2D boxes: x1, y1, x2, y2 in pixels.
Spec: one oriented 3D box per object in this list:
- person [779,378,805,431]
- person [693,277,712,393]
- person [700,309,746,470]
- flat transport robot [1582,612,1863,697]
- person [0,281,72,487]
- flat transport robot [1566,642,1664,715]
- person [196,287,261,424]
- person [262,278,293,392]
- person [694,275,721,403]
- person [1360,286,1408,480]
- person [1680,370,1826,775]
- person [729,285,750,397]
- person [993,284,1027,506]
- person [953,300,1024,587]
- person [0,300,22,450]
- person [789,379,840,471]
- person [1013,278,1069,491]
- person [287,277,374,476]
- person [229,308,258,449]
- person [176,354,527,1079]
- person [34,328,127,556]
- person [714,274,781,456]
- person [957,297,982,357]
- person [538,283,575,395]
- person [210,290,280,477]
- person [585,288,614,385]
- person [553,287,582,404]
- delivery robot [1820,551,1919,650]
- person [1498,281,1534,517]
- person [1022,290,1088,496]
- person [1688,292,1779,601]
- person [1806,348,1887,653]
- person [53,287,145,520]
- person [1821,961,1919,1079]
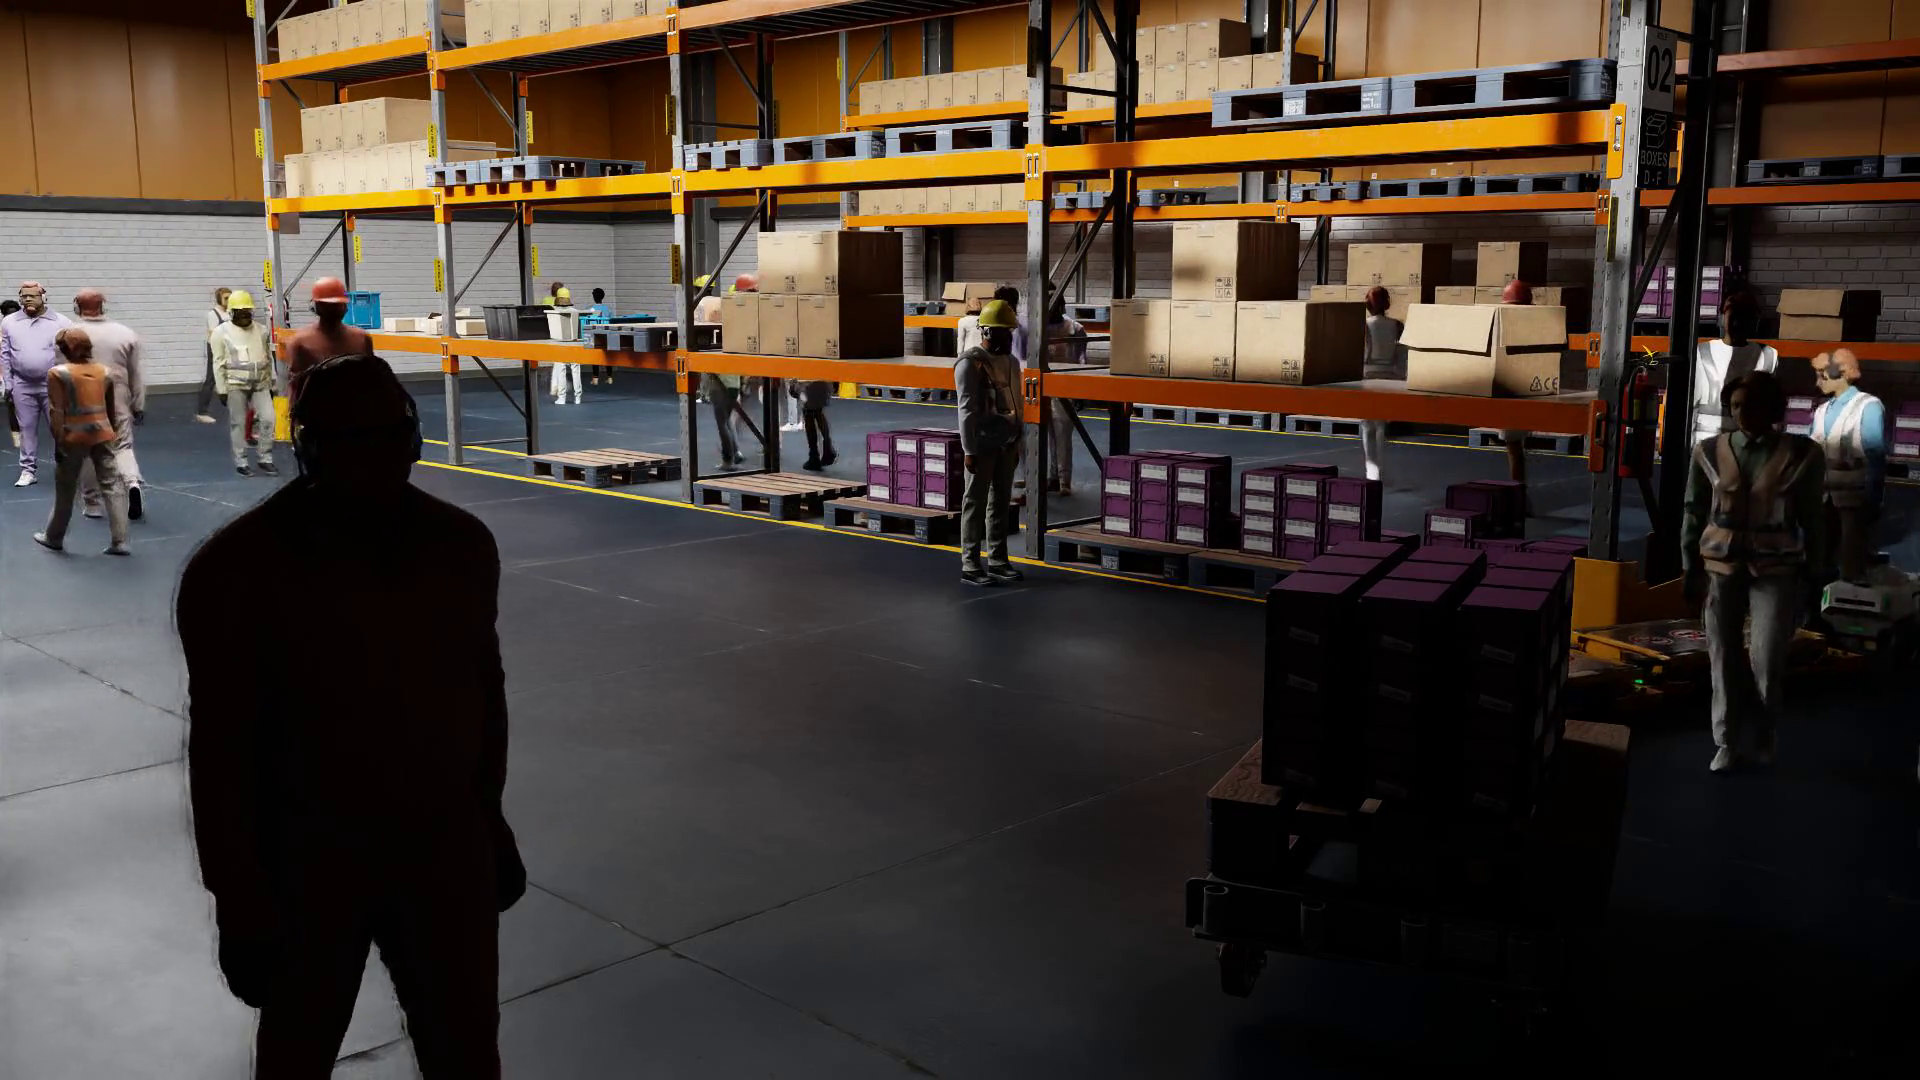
[{"bbox_3d":[-2.087,-2.287,20.763,0.310,1.868,0.532,8,12,39],"label":"person"},{"bbox_3d":[-4.139,-3.346,27.189,0.949,1.879,0.607,-7,12,-37],"label":"person"},{"bbox_3d":[-2.381,-1.508,16.743,0.384,1.615,0.522,7,12,38],"label":"person"},{"bbox_3d":[3.683,0.553,8.231,1.431,0.197,0.652,-4,10,-23],"label":"flat transport robot"},{"bbox_3d":[-8.589,-1.450,15.512,0.636,1.910,0.406,-3,10,-16],"label":"person"},{"bbox_3d":[2.427,0.662,7.563,1.431,0.197,0.652,-4,10,-25],"label":"flat transport robot"},{"bbox_3d":[-9.591,-2.391,21.664,1.028,1.792,0.502,4,10,21],"label":"person"},{"bbox_3d":[-11.256,-3.452,27.392,0.382,2.038,0.606,3,10,18],"label":"person"},{"bbox_3d":[-3.789,-3.028,25.114,0.588,1.930,0.359,-7,11,-36],"label":"person"},{"bbox_3d":[3.803,-1.419,15.473,0.580,1.863,0.717,-2,10,-13],"label":"person"},{"bbox_3d":[3.138,0.140,6.609,0.543,1.620,0.369,7,12,38],"label":"person"},{"bbox_3d":[-3.501,-3.099,26.056,0.313,1.769,0.523,9,13,43],"label":"person"},{"bbox_3d":[0.338,-1.251,14.331,1.009,1.886,0.643,6,11,33],"label":"person"},{"bbox_3d":[0.208,-0.617,10.669,0.403,1.827,0.588,8,12,39],"label":"person"},{"bbox_3d":[-10.555,-1.846,18.684,0.710,1.666,0.538,8,12,40],"label":"person"},{"bbox_3d":[-1.482,-1.642,16.637,0.582,1.921,0.398,-7,12,-38],"label":"person"},{"bbox_3d":[0.763,-1.415,15.202,0.372,1.940,0.631,-8,12,-40],"label":"person"},{"bbox_3d":[-4.276,-0.822,11.491,0.657,1.953,0.973,-7,12,-37],"label":"person"},{"bbox_3d":[-8.033,-1.885,18.721,0.324,1.725,0.679,-1,9,-4],"label":"person"},{"bbox_3d":[-1.128,0.580,3.233,0.675,1.903,0.677,-8,13,-42],"label":"person"},{"bbox_3d":[-6.251,-0.691,11.782,0.828,1.599,0.551,5,11,28],"label":"person"},{"bbox_3d":[-2.300,-1.878,17.968,0.877,1.959,0.629,6,11,33],"label":"person"},{"bbox_3d":[0.203,-2.576,23.289,0.497,1.626,0.287,-3,10,-18],"label":"person"},{"bbox_3d":[-6.456,-3.254,26.910,0.649,1.792,0.951,3,10,15],"label":"person"},{"bbox_3d":[-6.869,-1.497,16.074,0.599,1.813,0.626,7,12,38],"label":"person"},{"bbox_3d":[-6.289,-3.548,29.044,0.535,1.691,0.321,-7,11,-35],"label":"person"},{"bbox_3d":[-5.920,-2.905,24.932,0.484,1.745,0.298,-6,11,-31],"label":"person"},{"bbox_3d":[4.742,0.301,8.621,0.477,0.478,0.707,9,13,42],"label":"delivery robot"},{"bbox_3d":[4.549,-1.158,13.682,0.587,1.915,0.613,-4,10,-21],"label":"person"},{"bbox_3d":[0.815,-1.304,14.841,0.621,1.837,0.429,2,9,12],"label":"person"},{"bbox_3d":[4.662,-0.558,10.118,0.575,1.882,0.360,0,9,-2],"label":"person"},{"bbox_3d":[4.590,-0.180,8.628,0.349,1.616,0.609,-2,9,-10],"label":"person"},{"bbox_3d":[-6.881,-1.081,13.346,0.651,1.883,0.814,-8,12,-40],"label":"person"},{"bbox_3d":[2.169,0.510,3.405,0.740,1.938,0.605,-3,10,-18],"label":"person"}]
